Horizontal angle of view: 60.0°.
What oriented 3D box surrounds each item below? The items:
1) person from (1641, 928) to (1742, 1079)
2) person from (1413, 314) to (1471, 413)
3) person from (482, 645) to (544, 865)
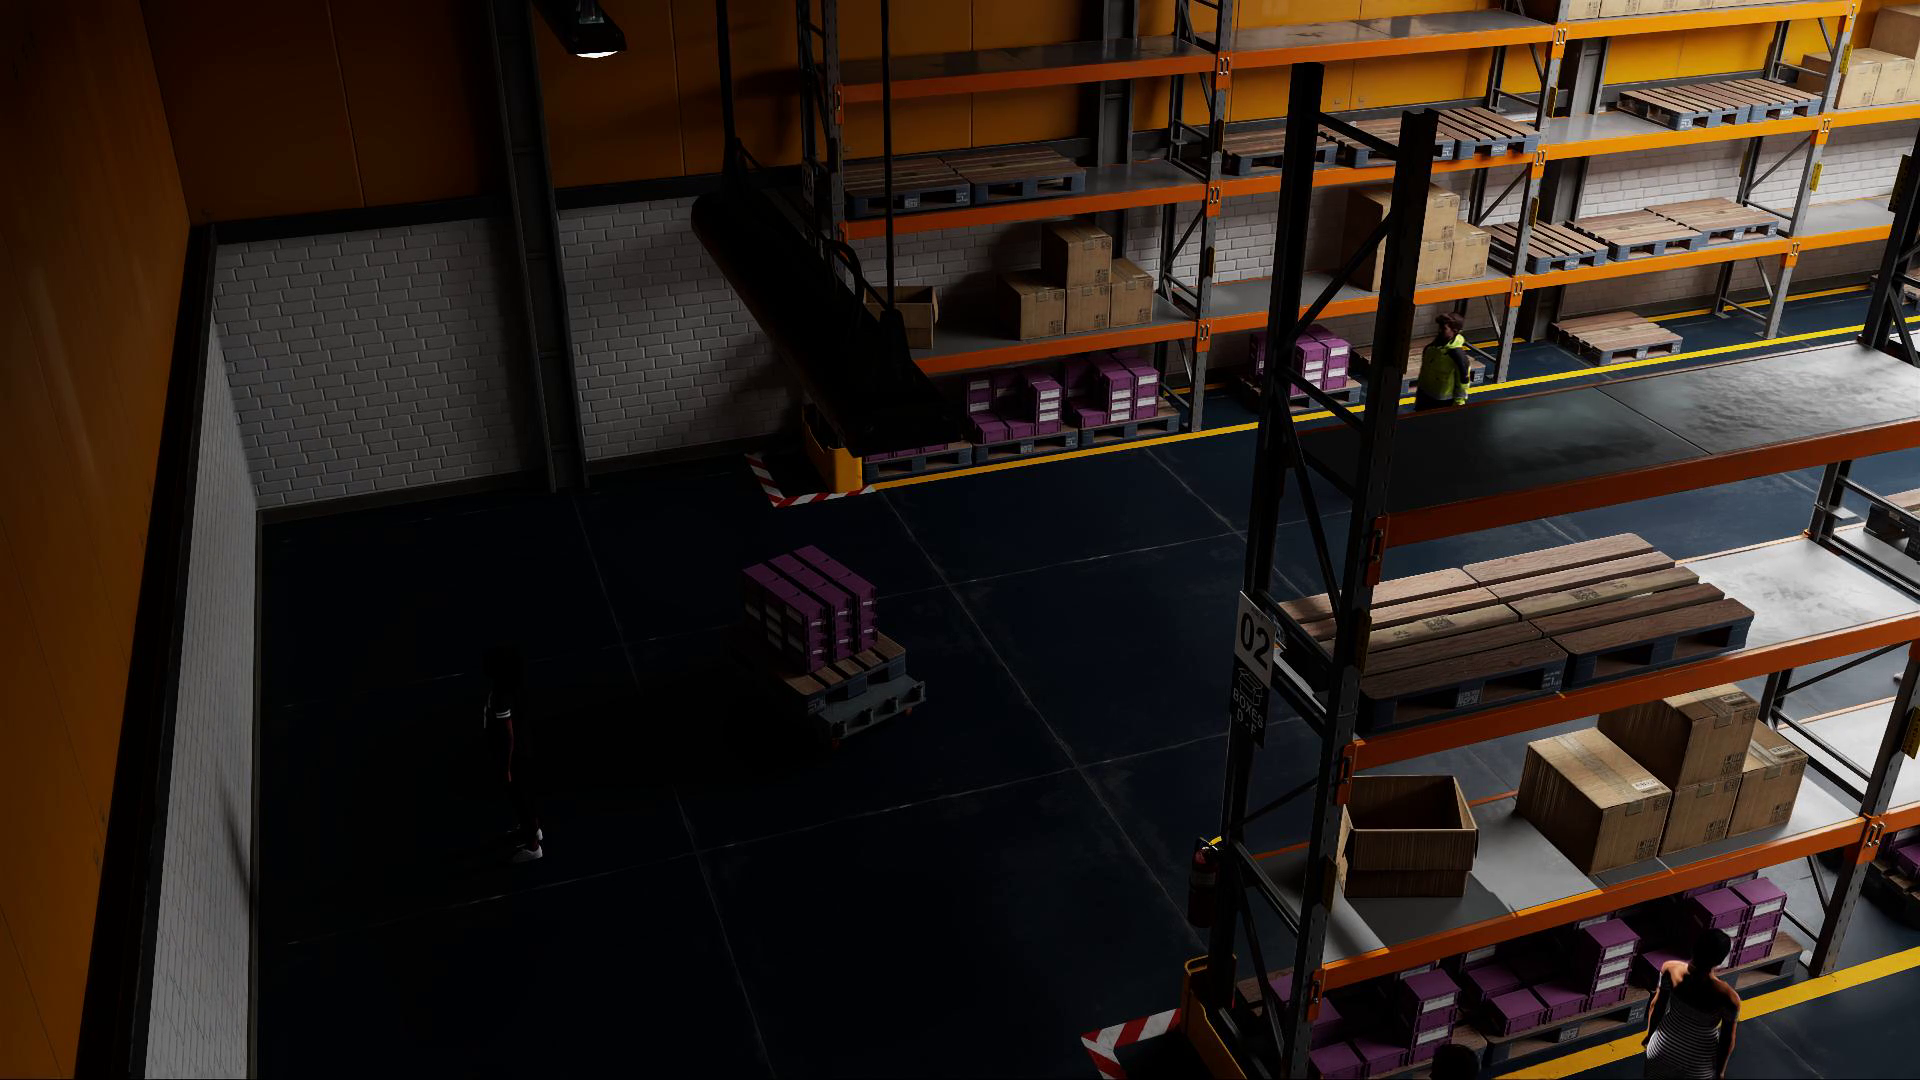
[{"bbox_3d":[3.910,2.834,9.047,0.678,1.822,0.670,25,37,38],"label":"person"},{"bbox_3d":[4.766,-1.322,16.501,0.681,1.981,0.801,-14,32,-24],"label":"person"},{"bbox_3d":[-3.133,1.477,11.632,0.646,1.729,0.658,-4,29,-7],"label":"person"}]
